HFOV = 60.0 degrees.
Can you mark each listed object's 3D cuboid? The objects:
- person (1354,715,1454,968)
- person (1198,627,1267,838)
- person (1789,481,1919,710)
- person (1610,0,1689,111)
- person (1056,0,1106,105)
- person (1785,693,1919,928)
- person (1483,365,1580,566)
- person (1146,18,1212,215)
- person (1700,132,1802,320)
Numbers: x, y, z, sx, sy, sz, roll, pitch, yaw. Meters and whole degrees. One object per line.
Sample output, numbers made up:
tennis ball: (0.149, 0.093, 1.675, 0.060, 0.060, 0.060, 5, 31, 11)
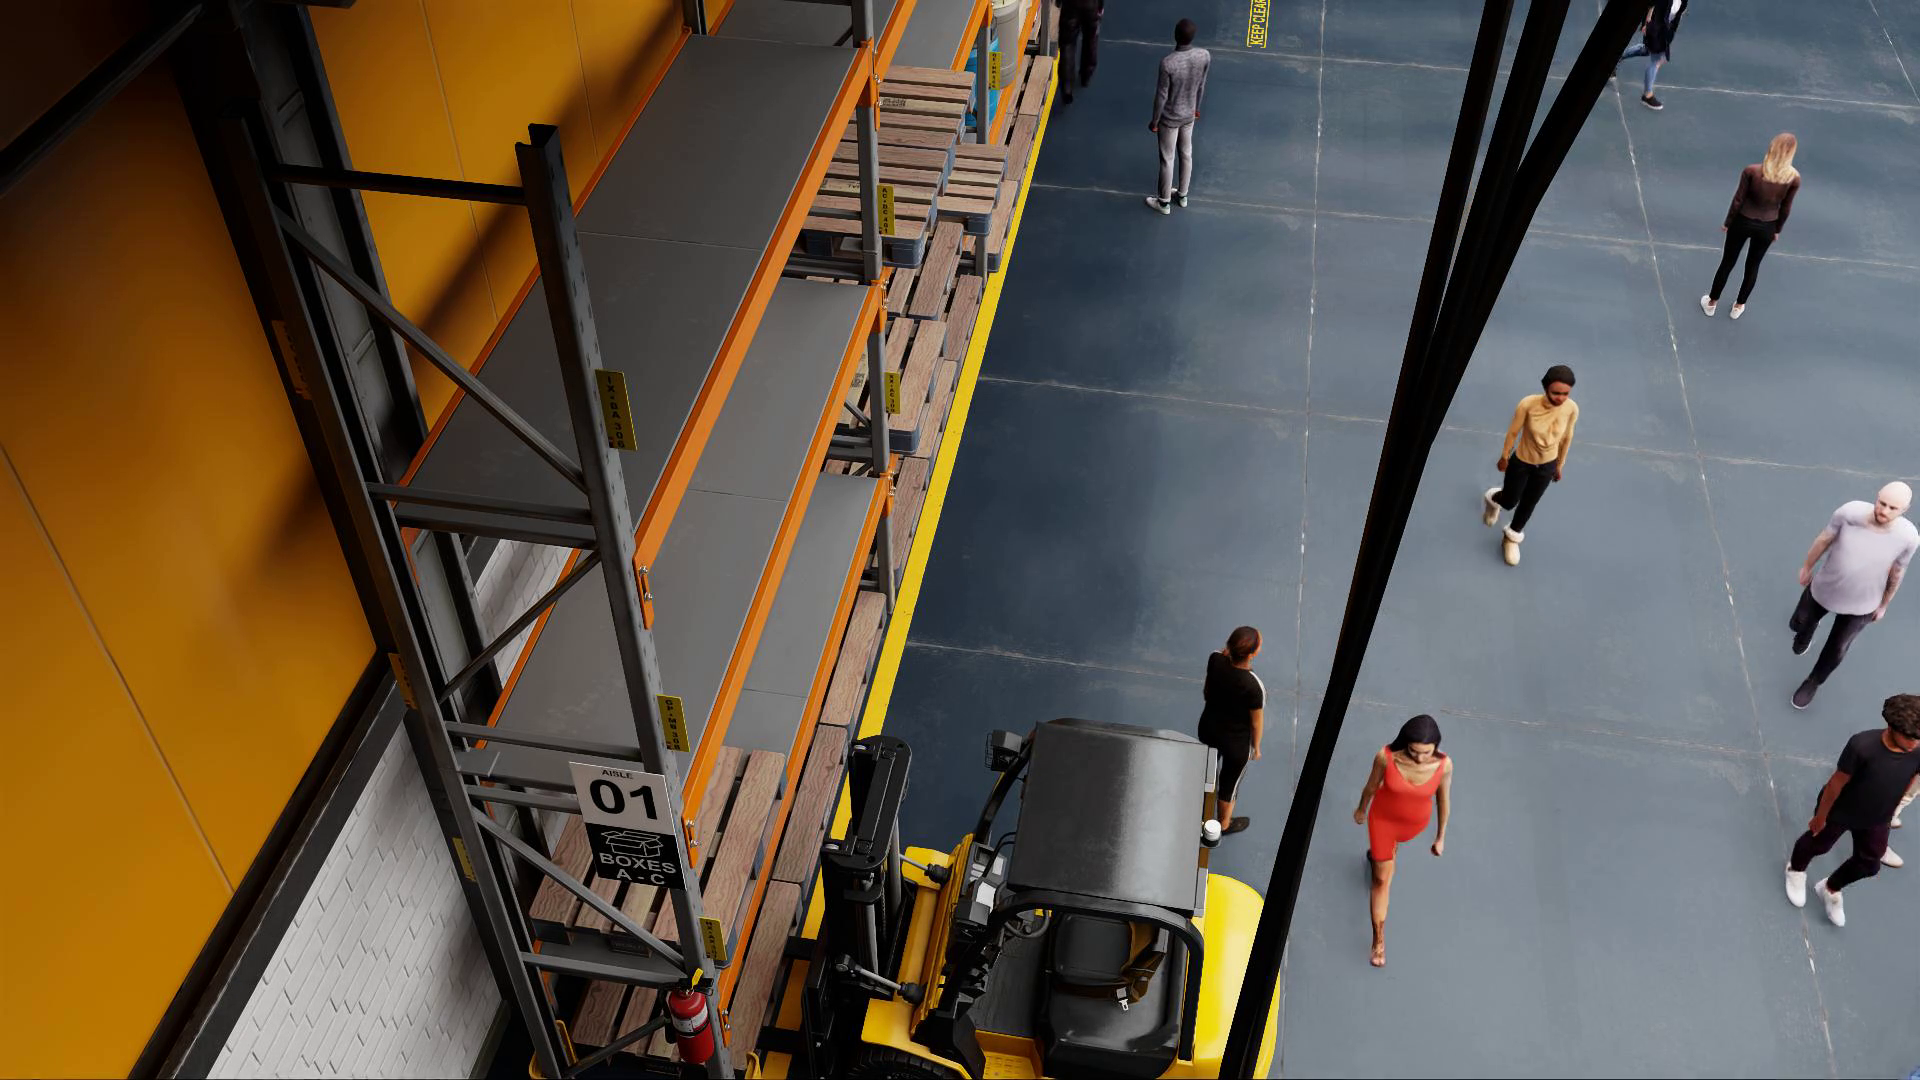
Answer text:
person: (2.475, 1.510, 9.420, 0.699, 1.664, 1.154, 2, 44, 2)
person: (1.580, 1.120, 9.825, 0.694, 1.669, 0.647, -29, 51, -27)
person: (5.681, 0.276, 10.603, 0.921, 1.819, 1.027, 25, 49, 24)
person: (6.834, -5.147, 16.409, 1.063, 1.663, 1.092, -28, 50, -26)
person: (1.178, -5.195, 16.301, 0.701, 1.880, 1.149, 5, 44, 5)
person: (5.077, 1.431, 9.428, 0.686, 1.767, 0.673, 3, 44, 3)
person: (3.991, -0.597, 11.642, 0.630, 1.649, 0.803, 3, 44, 3)
person: (1.944, -3.783, 14.849, 0.754, 1.839, 0.784, -21, 48, -21)
person: (6.524, -2.575, 13.679, 0.628, 1.705, 0.539, 12, 45, 12)
